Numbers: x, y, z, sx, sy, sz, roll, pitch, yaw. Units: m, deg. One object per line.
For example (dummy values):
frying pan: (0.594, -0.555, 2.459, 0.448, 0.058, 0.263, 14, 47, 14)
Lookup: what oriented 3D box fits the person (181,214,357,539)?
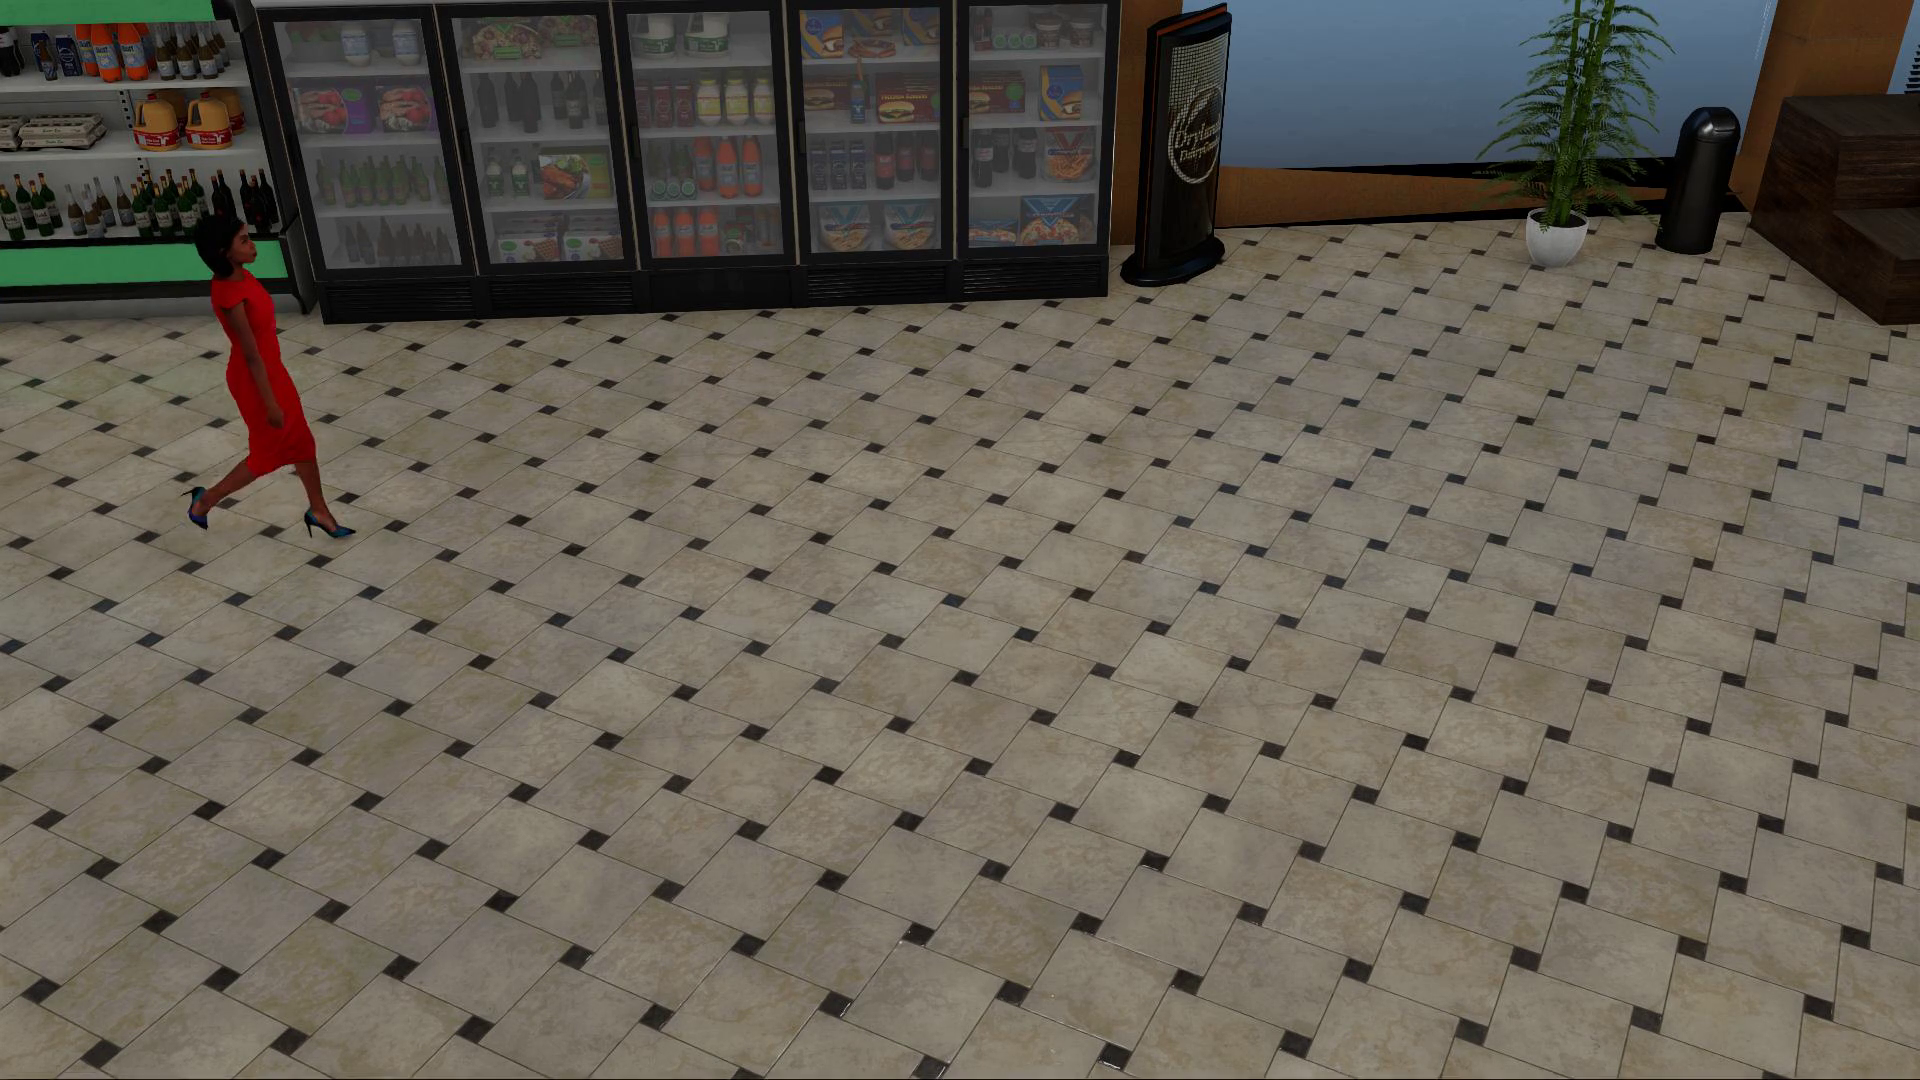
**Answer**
person: (-3.435, -0.702, 7.980, 1.004, 1.722, 0.629, -6, 32, -10)
